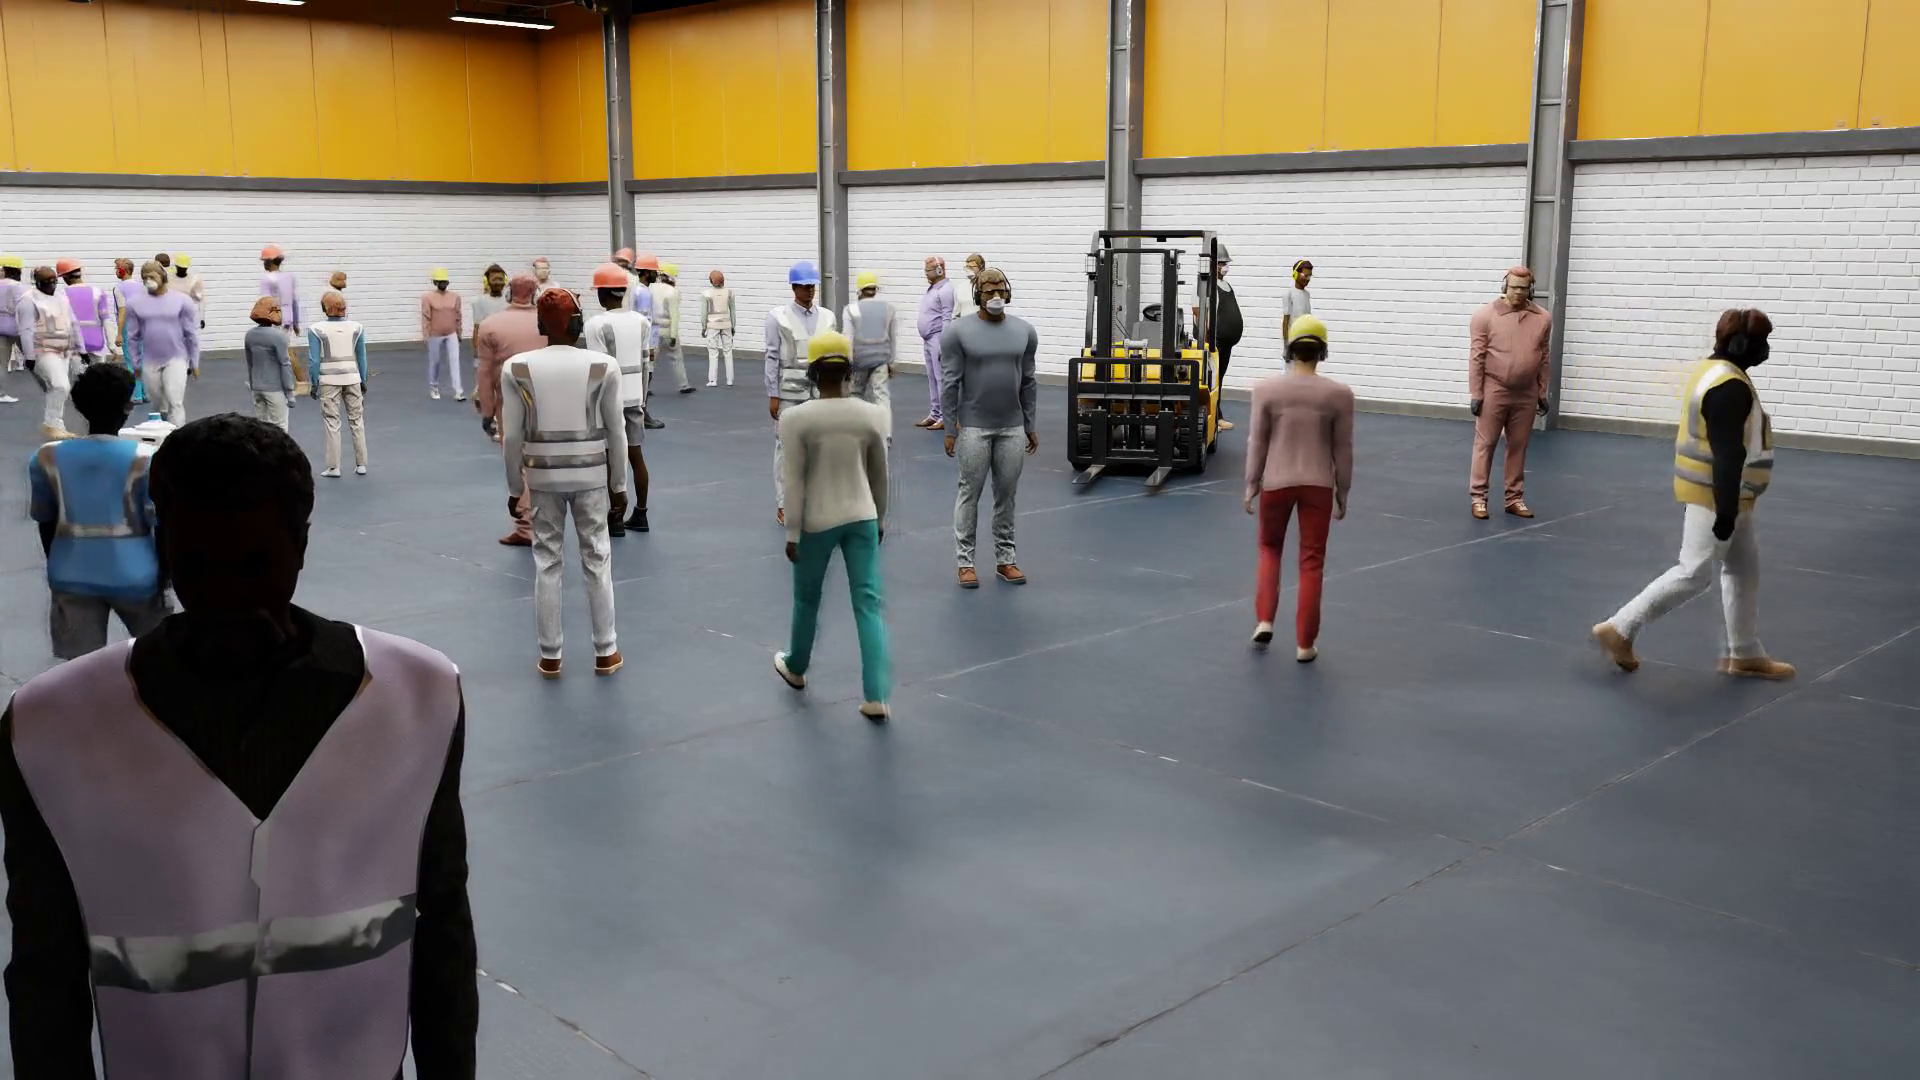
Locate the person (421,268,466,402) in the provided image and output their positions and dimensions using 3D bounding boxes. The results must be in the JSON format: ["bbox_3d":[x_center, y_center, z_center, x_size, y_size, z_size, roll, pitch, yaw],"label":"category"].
[{"bbox_3d":[-6.682,-2.649,21.477,0.552,1.718,0.908,-7,13,-34],"label":"person"}]

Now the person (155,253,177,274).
[{"bbox_3d":[-13.133,-3.826,27.555,0.429,1.839,0.633,5,12,26],"label":"person"}]

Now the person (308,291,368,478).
[{"bbox_3d":[-5.487,-1.369,14.705,0.523,1.640,0.306,-9,14,-41],"label":"person"}]

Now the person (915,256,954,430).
[{"bbox_3d":[-0.268,-2.169,18.348,0.410,1.905,0.641,-4,11,-19],"label":"person"}]

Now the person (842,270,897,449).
[{"bbox_3d":[-0.906,-1.798,16.645,0.607,1.787,0.952,-4,11,-23],"label":"person"}]

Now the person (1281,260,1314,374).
[{"bbox_3d":[3.698,-2.121,18.195,0.328,1.865,0.521,9,14,40],"label":"person"}]

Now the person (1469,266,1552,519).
[{"bbox_3d":[4.155,-1.104,12.552,0.643,1.902,0.400,-1,10,-7],"label":"person"}]

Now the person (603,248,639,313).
[{"bbox_3d":[-4.500,-2.894,22.124,0.643,1.969,0.657,4,11,21],"label":"person"}]

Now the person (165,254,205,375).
[{"bbox_3d":[-11.921,-3.458,25.546,0.592,1.839,1.048,-5,12,-26],"label":"person"}]

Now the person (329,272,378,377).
[{"bbox_3d":[-9.219,-3.204,24.835,0.850,1.580,0.518,-4,11,-19],"label":"person"}]

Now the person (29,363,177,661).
[{"bbox_3d":[-3.234,0.152,6.376,0.552,1.649,0.874,-2,11,-10],"label":"person"}]

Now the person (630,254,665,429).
[{"bbox_3d":[-3.460,-2.190,18.409,0.384,1.930,0.540,-3,11,-15],"label":"person"}]

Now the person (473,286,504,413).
[{"bbox_3d":[-5.486,-2.237,19.506,0.505,1.615,0.681,-9,13,-39],"label":"person"}]

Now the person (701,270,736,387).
[{"bbox_3d":[-3.402,-2.976,23.458,0.516,1.644,0.308,-5,12,-26],"label":"person"}]

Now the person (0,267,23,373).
[{"bbox_3d":[-14.888,-3.429,25.935,0.307,1.639,0.525,4,11,19],"label":"person"}]

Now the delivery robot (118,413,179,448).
[{"bbox_3d":[-7.112,-0.881,14.727,0.707,0.478,0.477,6,12,28],"label":"delivery robot"}]

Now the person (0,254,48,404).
[{"bbox_3d":[-12.052,-2.708,21.335,0.616,1.876,0.958,5,12,26],"label":"person"}]

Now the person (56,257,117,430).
[{"bbox_3d":[-9.626,-2.148,18.261,0.584,1.895,0.773,-7,12,-33],"label":"person"}]

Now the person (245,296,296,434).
[{"bbox_3d":[-5.825,-1.243,14.066,0.493,1.625,0.280,6,12,30],"label":"person"}]

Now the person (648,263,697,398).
[{"bbox_3d":[-3.923,-2.764,21.977,0.636,1.779,0.933,6,12,31],"label":"person"}]

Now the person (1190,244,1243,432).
[{"bbox_3d":[2.819,-2.203,18.157,0.538,2.000,0.684,6,12,31],"label":"person"}]

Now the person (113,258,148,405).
[{"bbox_3d":[-10.444,-2.627,20.990,0.389,1.850,0.566,1,10,3],"label":"person"}]

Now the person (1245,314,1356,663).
[{"bbox_3d":[1.718,-0.263,8.417,0.533,1.732,0.507,2,11,10],"label":"person"}]

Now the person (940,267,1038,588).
[{"bbox_3d":[0.186,-0.681,10.134,0.635,1.938,0.361,-4,11,-21],"label":"person"}]

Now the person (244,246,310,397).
[{"bbox_3d":[-9.067,-2.874,21.952,1.031,1.984,0.630,2,11,12],"label":"person"}]

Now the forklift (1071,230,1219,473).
[{"bbox_3d":[1.804,-1.825,15.677,1.214,2.155,2.313,2,11,13],"label":"forklift"}]

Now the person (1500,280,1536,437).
[{"bbox_3d":[5.906,-1.930,17.624,0.318,1.691,0.530,4,11,19],"label":"person"}]

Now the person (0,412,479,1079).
[{"bbox_3d":[-0.940,0.776,2.266,0.587,1.913,0.390,-6,12,-30],"label":"person"}]

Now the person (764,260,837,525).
[{"bbox_3d":[-1.158,-1.087,12.319,0.604,1.949,0.389,-7,12,-33],"label":"person"}]

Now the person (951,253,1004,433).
[{"bbox_3d":[0.172,-2.108,17.918,0.635,1.939,0.361,7,12,33],"label":"person"}]

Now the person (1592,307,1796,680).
[{"bbox_3d":[3.568,-0.217,7.976,0.875,1.806,0.628,4,11,20],"label":"person"}]

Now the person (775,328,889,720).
[{"bbox_3d":[-0.566,-0.085,7.507,0.545,1.714,0.931,-5,11,-23],"label":"person"}]

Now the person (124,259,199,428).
[{"bbox_3d":[-7.534,-1.699,15.780,0.629,1.914,0.811,-2,11,-12],"label":"person"}]

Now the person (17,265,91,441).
[{"bbox_3d":[-9.394,-1.928,17.255,0.474,1.815,0.658,1,10,3],"label":"person"}]

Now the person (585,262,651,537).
[{"bbox_3d":[-2.442,-0.991,11.823,0.351,1.941,0.545,8,13,36],"label":"person"}]

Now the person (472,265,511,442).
[{"bbox_3d":[-4.671,-1.869,16.915,0.562,1.820,0.946,-6,12,-32],"label":"person"}]

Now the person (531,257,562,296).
[{"bbox_3d":[-5.397,-2.699,21.372,0.632,1.863,1.014,-6,12,-30],"label":"person"}]

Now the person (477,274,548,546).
[{"bbox_3d":[-3.019,-0.905,11.614,0.651,1.860,0.694,-5,12,-28],"label":"person"}]

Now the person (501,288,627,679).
[{"bbox_3d":[-1.896,-0.268,8.031,0.579,1.882,0.342,-2,11,-10],"label":"person"}]
